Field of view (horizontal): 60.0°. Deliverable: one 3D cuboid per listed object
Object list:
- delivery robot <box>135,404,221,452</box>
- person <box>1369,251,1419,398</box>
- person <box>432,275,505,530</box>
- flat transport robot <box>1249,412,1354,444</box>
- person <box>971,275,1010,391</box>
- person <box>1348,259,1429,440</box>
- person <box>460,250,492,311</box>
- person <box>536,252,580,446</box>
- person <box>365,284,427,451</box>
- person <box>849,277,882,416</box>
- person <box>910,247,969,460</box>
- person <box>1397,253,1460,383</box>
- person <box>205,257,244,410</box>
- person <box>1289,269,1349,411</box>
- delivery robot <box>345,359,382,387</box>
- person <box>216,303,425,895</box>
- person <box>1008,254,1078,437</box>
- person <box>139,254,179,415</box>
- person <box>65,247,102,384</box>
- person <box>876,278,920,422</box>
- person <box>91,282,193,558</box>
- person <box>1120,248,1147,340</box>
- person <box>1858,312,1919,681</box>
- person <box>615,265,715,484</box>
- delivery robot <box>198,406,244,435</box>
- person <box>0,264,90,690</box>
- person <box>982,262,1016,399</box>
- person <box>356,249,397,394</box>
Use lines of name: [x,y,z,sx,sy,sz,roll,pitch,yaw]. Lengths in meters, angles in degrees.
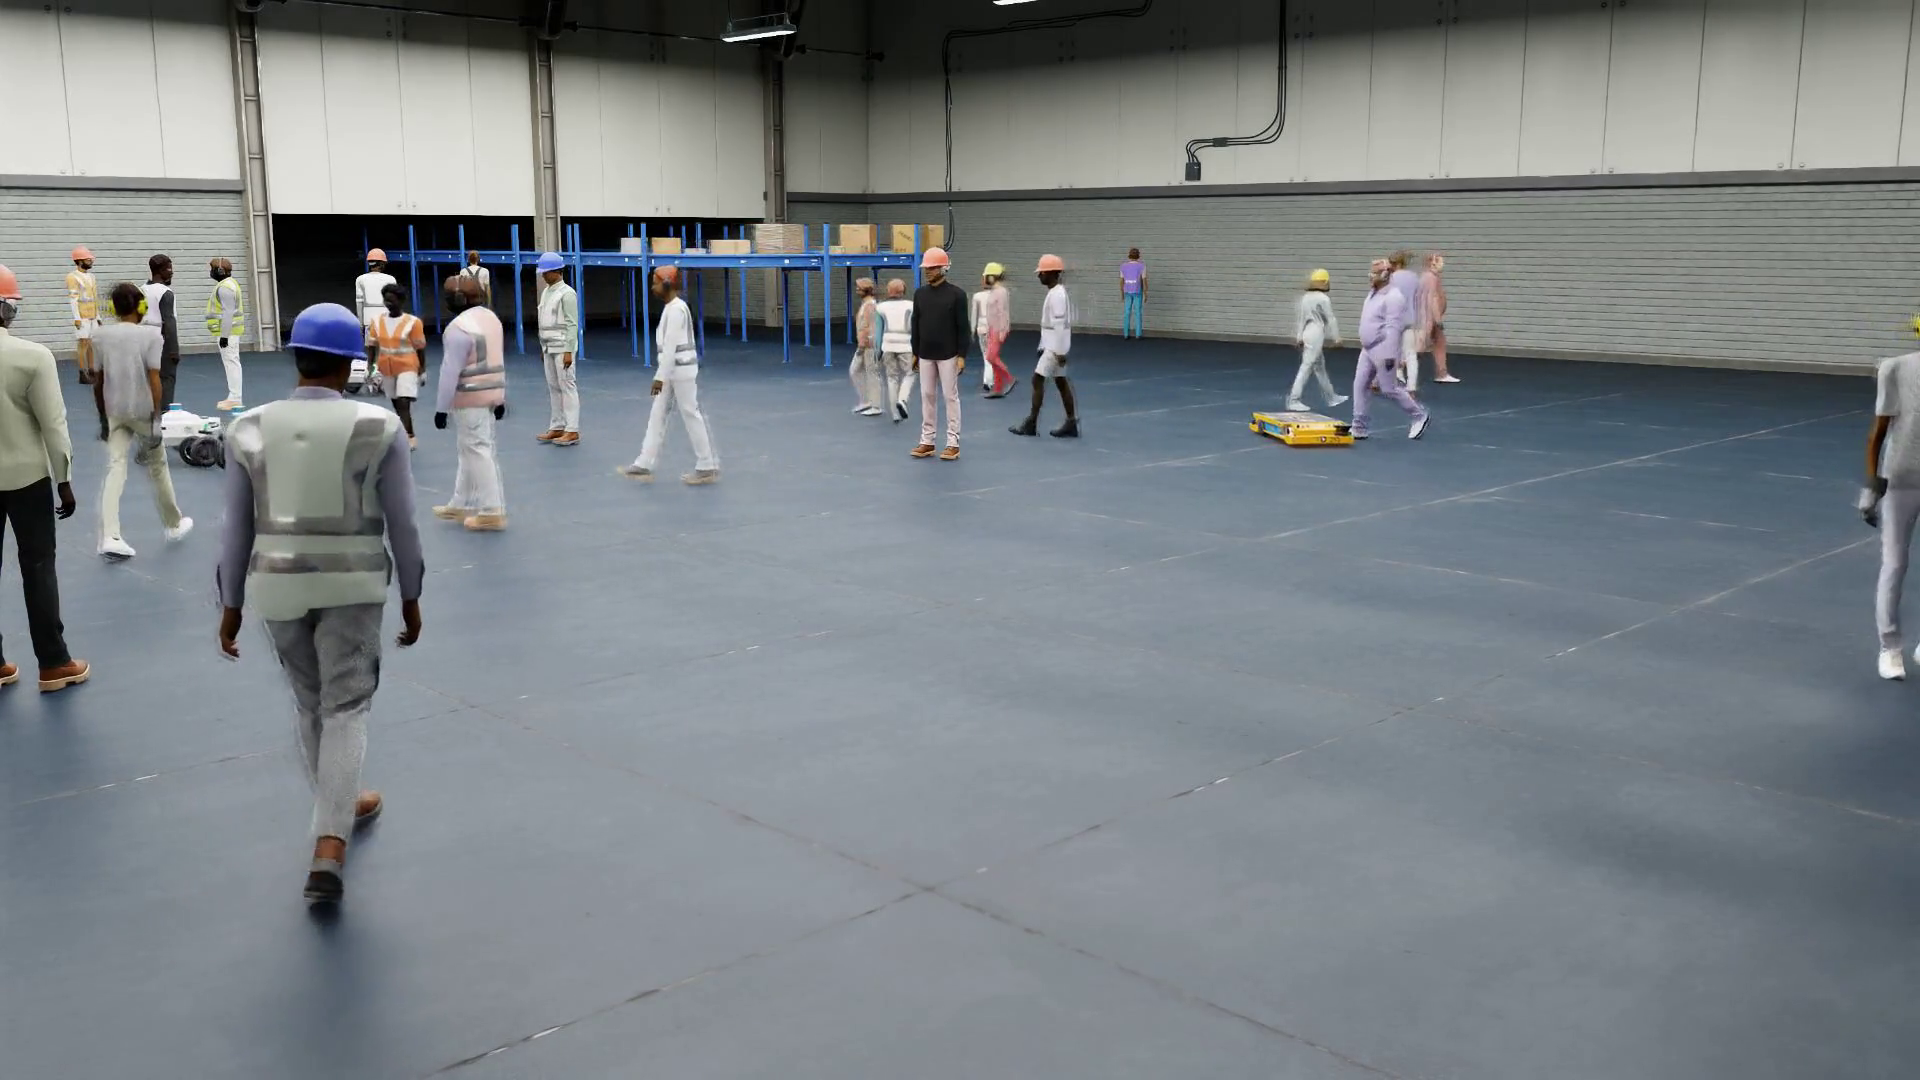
delivery robot: [-7.339,-1.036,15.592,0.707,0.478,0.477,0,10,-2]
person: [5.704,-2.845,21.947,0.629,1.886,0.990,-6,12,-30]
person: [-3.638,-0.986,11.982,0.713,1.822,0.660,2,11,9]
flat transport robot: [3.565,-1.186,17.439,0.652,0.197,1.431,-1,10,-8]
person: [0.408,-2.871,22.895,0.518,1.598,0.851,4,11,19]
person: [4.422,-1.969,17.237,0.869,1.880,0.656,-2,11,-12]
person: [-8.517,-4.170,29.304,0.506,1.846,0.346,-2,11,-11]
person: [-4.086,-1.943,16.889,0.393,1.943,0.602,-9,14,-41]
person: [-5.382,-1.610,15.872,0.550,1.653,0.824,2,11,10]
person: [-1.135,-2.271,19.576,0.482,1.618,0.509,-3,11,-14]
person: [-0.213,-1.765,15.776,0.617,1.993,0.396,7,12,33]
person: [6.702,-3.190,23.908,0.940,1.873,0.651,4,11,19]
person: [-8.960,-2.516,20.295,0.429,1.844,0.626,-4,11,-20]
person: [4.386,-2.425,20.198,0.904,1.693,0.503,-3,11,-16]
delivery robot: [-8.040,-2.249,22.191,0.707,0.478,0.477,3,10,12]
person: [-2.118,0.179,5.478,0.659,1.896,0.978,0,10,-1]
person: [0.865,-2.026,17.453,0.870,1.903,0.561,0,10,2]
person: [-8.423,-2.042,17.527,0.589,1.913,0.377,8,13,38]
person: [-12.548,-3.229,23.906,0.344,1.942,0.547,1,10,5]
person: [-0.706,-2.135,18.773,0.524,1.623,0.420,2,11,11]
person: [-5.566,-0.811,11.146,0.531,1.805,1.075,0,10,-1]
person: [3.535,-5.014,33.889,0.568,1.849,0.386,5,11,23]
person: [4.526,-0.232,7.841,0.537,1.848,0.542,4,11,19]
person: [-2.524,-1.391,14.119,0.917,1.842,0.601,-3,11,-17]
delivery robot: [-6.661,-1.122,15.352,0.335,0.223,0.698,8,13,36]
person: [-4.435,-0.289,7.735,0.625,1.990,0.394,-1,10,-3]
person: [0.453,-2.708,21.559,0.378,1.755,0.547,-3,11,-17]
person: [-7.765,-2.920,22.256,0.552,1.927,0.371,-1,10,-3]
